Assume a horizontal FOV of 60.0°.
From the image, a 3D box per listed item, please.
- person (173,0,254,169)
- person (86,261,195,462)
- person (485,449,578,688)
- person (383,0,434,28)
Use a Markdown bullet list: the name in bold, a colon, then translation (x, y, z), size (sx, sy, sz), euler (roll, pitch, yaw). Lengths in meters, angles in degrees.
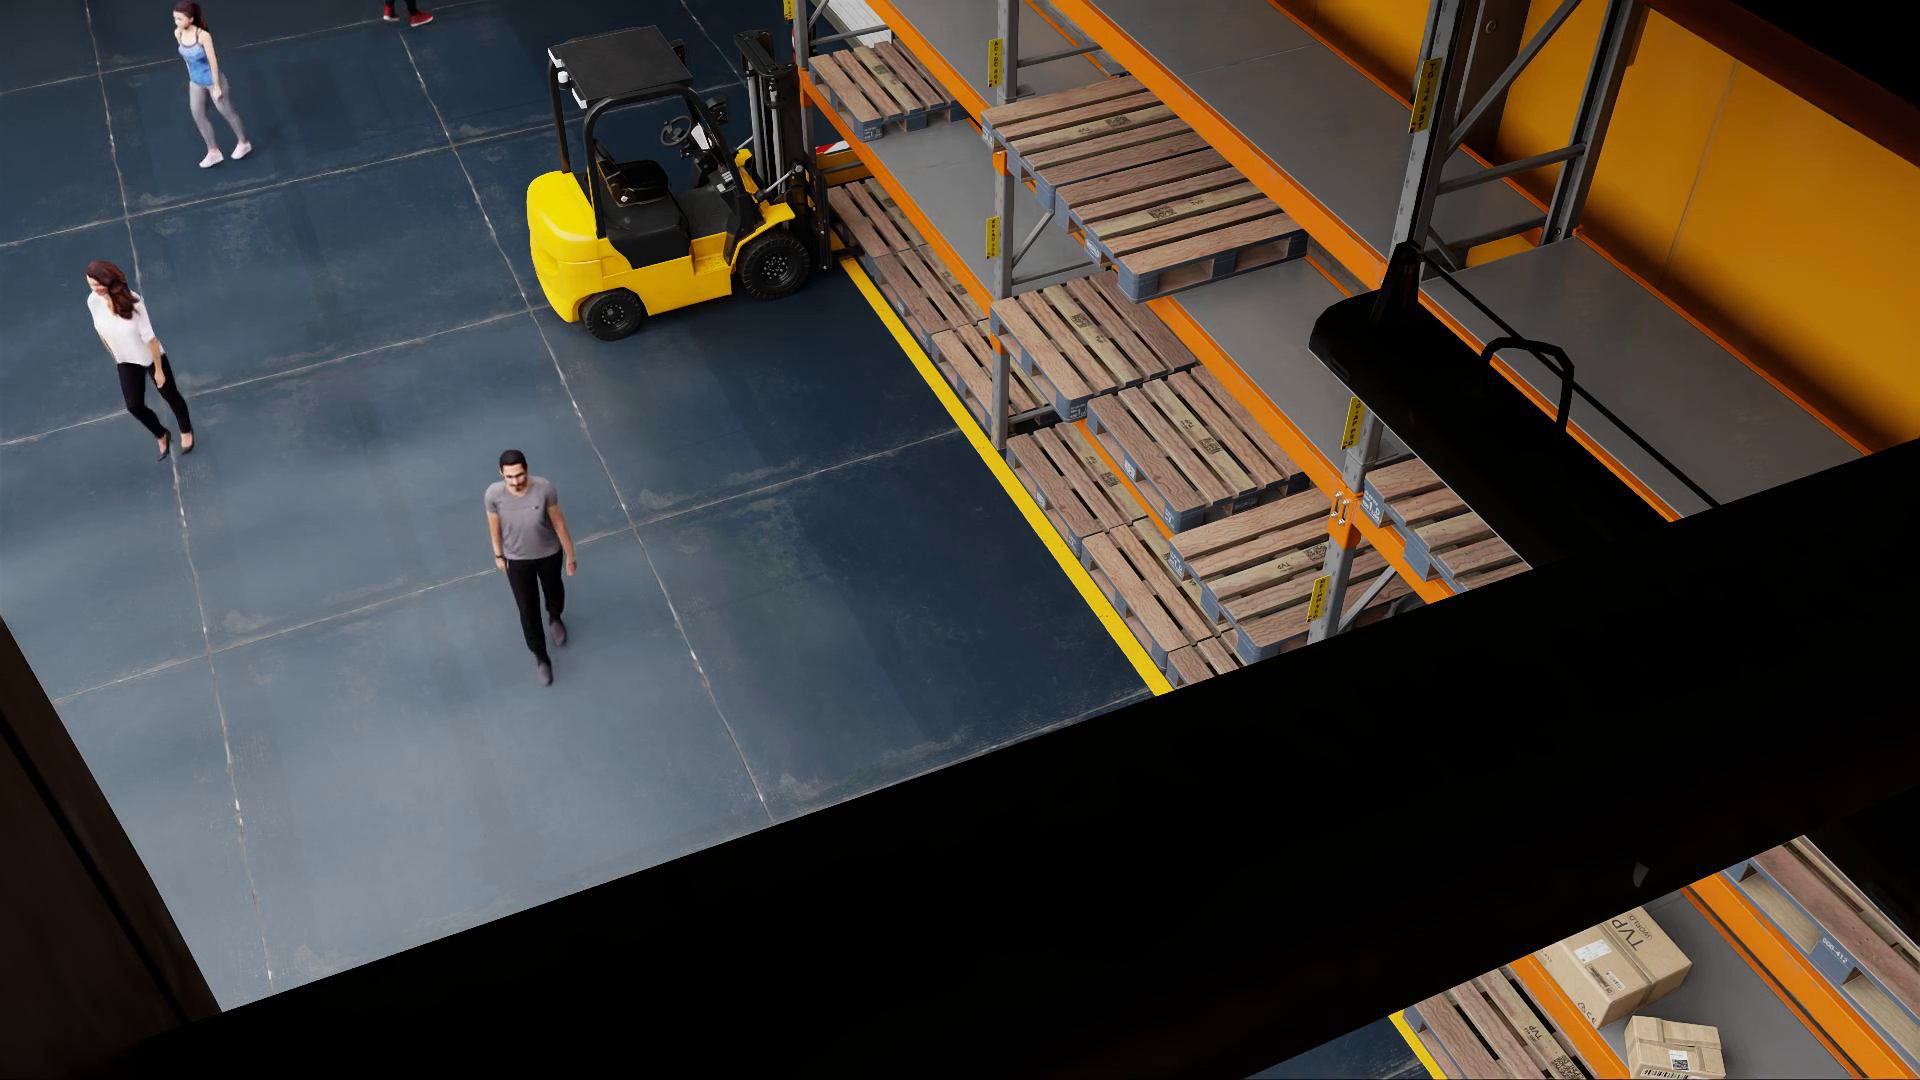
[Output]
- **person**: translation (-6.975, -4.306, 15.551), size (0.835, 1.593, 0.889), euler (16, 46, 16)
- **person**: translation (-6.031, -1.387, 12.353), size (0.742, 1.780, 0.783), euler (-1, 44, -2)
- **person**: translation (-2.807, 0.029, 10.900), size (0.706, 1.733, 0.943), euler (-14, 45, -14)
- **person**: translation (-5.983, -6.149, 17.432), size (0.794, 1.668, 0.821), euler (32, 52, 29)
